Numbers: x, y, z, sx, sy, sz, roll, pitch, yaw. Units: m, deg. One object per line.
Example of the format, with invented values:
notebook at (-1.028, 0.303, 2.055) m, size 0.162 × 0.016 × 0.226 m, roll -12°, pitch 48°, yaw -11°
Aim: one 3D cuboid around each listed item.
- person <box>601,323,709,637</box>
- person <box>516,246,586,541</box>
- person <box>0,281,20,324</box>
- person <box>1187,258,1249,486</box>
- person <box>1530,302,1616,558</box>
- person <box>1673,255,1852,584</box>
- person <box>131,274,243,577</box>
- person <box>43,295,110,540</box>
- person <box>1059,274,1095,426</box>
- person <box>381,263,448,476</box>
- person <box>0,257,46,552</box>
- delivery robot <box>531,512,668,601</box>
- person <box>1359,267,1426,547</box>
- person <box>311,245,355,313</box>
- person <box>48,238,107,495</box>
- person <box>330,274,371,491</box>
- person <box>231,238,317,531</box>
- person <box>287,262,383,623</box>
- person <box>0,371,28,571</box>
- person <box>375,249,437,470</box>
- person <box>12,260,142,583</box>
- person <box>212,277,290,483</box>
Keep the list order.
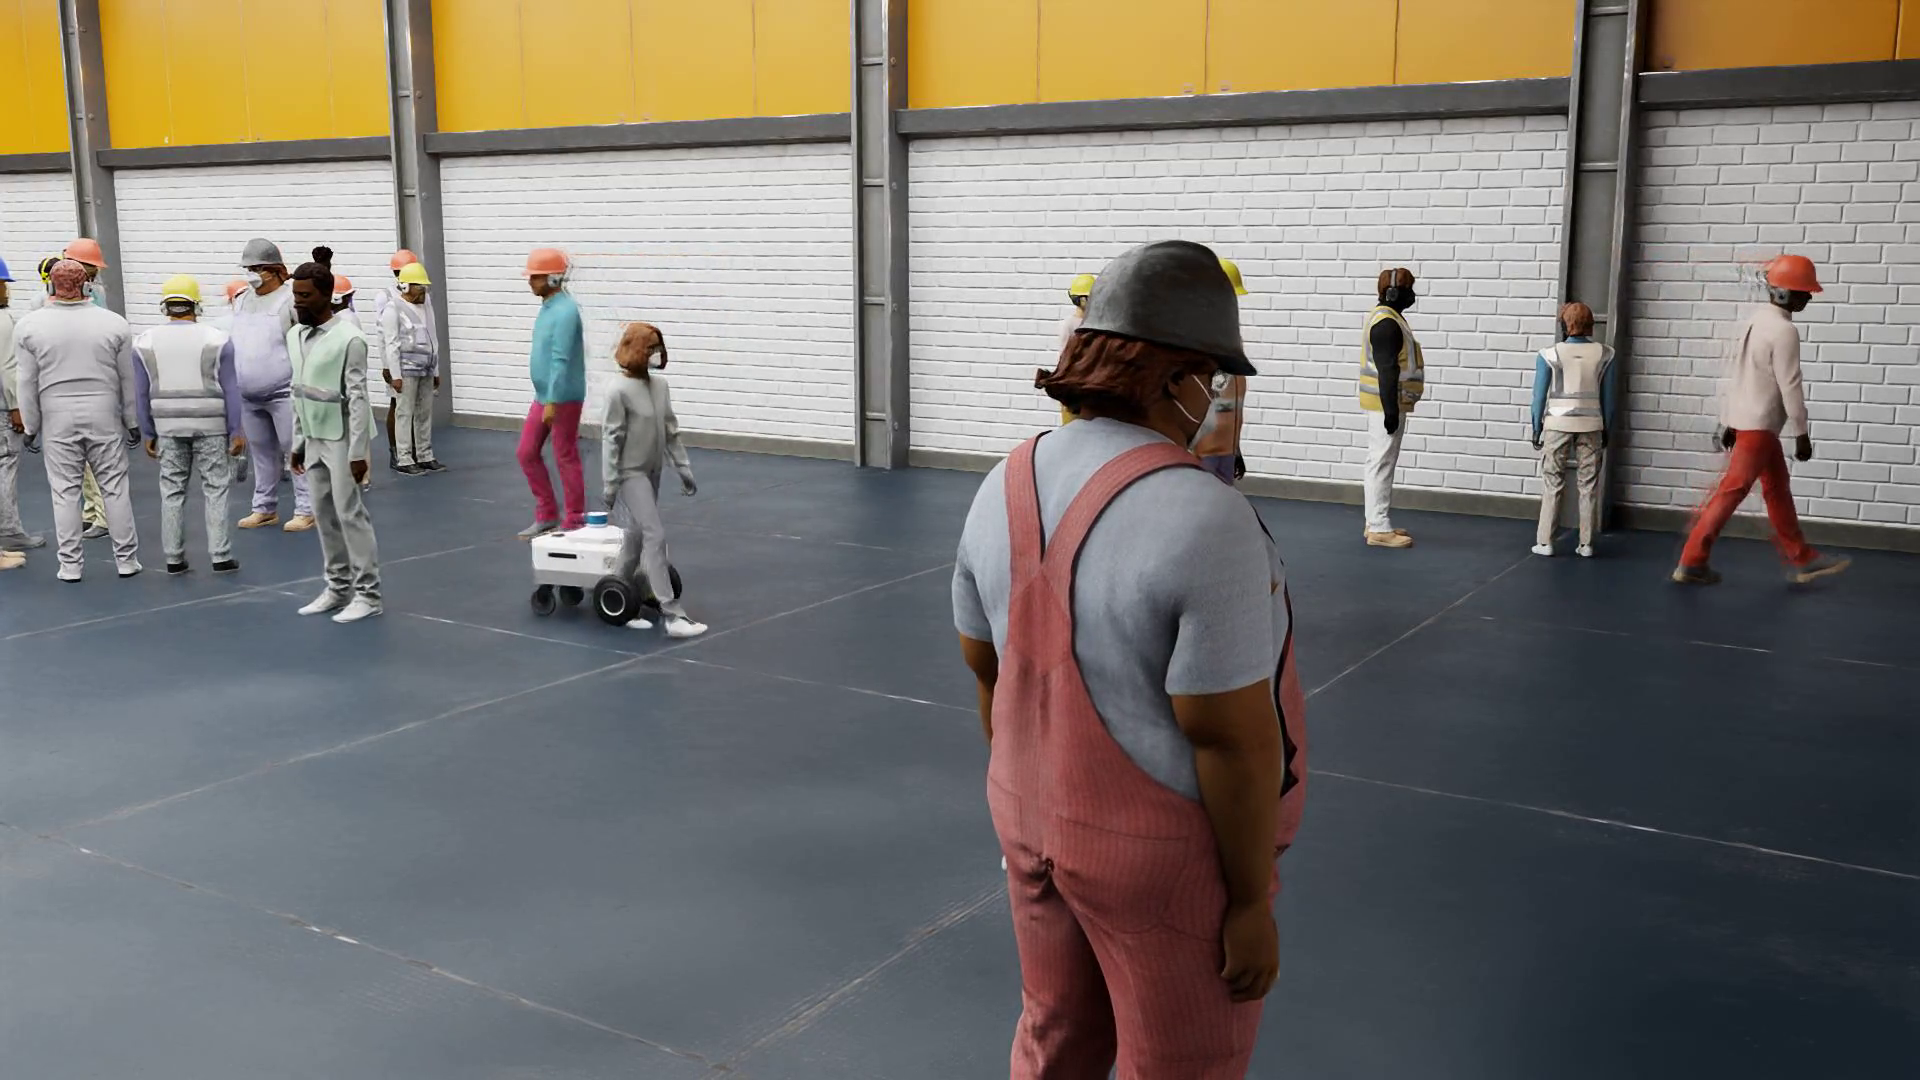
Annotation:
person at (-1.530, -0.297, 8.495) m, size 0.769 × 1.604 × 0.503 m, roll 4°, pitch 11°, yaw 20°
person at (-2.736, -0.928, 10.946) m, size 0.561 × 1.976 × 0.624 m, roll -7°, pitch 12°, yaw -33°
person at (-8.678, -1.509, 14.995) m, size 0.510 × 1.678 × 0.879 m, roll -1°, pitch 10°, yaw -4°
person at (1.312, -0.486, 8.635) m, size 0.367 × 1.926 × 0.594 m, roll 8°, pitch 13°, yaw 37°
person at (3.896, -0.691, 10.598) m, size 0.514 × 1.634 × 0.313 m, roll 1°, pitch 10°, yaw 5°
person at (4.693, -0.671, 9.641) m, size 1.018 × 1.930 × 0.631 m, roll 2°, pitch 10°, yaw 8°
person at (-4.618, -0.677, 9.995) m, size 0.595 × 1.824 × 0.404 m, roll -2°, pitch 10°, yaw -9°
person at (-5.987, -0.883, 11.316) m, size 0.326 × 1.752 × 0.560 m, roll -9°, pitch 13°, yaw -40°
person at (0.940, -1.134, 12.676) m, size 0.315 × 1.769 × 0.525 m, roll 7°, pitch 13°, yaw 35°
person at (-4.699, -1.464, 14.344) m, size 0.403 × 1.825 × 0.592 m, roll 4°, pitch 11°, yaw 21°
person at (-6.293, -0.890, 10.850) m, size 0.606 × 1.940 × 0.415 m, roll 7°, pitch 12°, yaw 32°
delivery robot at (-1.947, 0.093, 8.974) m, size 0.707 × 0.478 × 0.477 m, roll 4°, pitch 11°, yaw 20°
person at (2.871, -0.884, 11.084) m, size 0.429 × 1.844 × 0.625 m, roll 2°, pitch 10°, yaw 11°
person at (-6.807, -2.173, 17.877) m, size 0.617 × 1.964 × 0.361 m, roll -2°, pitch 10°, yaw -11°
person at (-6.965, -1.379, 13.295) m, size 0.398 × 2.034 × 0.605 m, roll -1°, pitch 10°, yaw -3°
person at (-4.961, -1.259, 13.401) m, size 0.341 × 1.752 × 0.563 m, roll -2°, pitch 10°, yaw -12°
person at (-4.807, -1.073, 11.573) m, size 0.689 × 2.000 × 0.538 m, roll 3°, pitch 11°, yaw 18°
person at (-3.335, -0.517, 8.877) m, size 0.597 × 1.910 × 0.391 m, roll 8°, pitch 13°, yaw 36°
person at (-5.981, -0.714, 10.173) m, size 0.357 × 1.835 × 0.518 m, roll -7°, pitch 12°, yaw -33°
person at (-4.884, -1.595, 14.751) m, size 0.379 × 1.938 × 0.547 m, roll 7°, pitch 13°, yaw 35°
person at (-5.226, -0.703, 9.897) m, size 0.651 × 1.906 × 0.402 m, roll -6°, pitch 12°, yaw -30°
person at (-5.843, -1.309, 13.742) m, size 0.598 × 1.724 × 0.486 m, roll -3°, pitch 11°, yaw -14°
